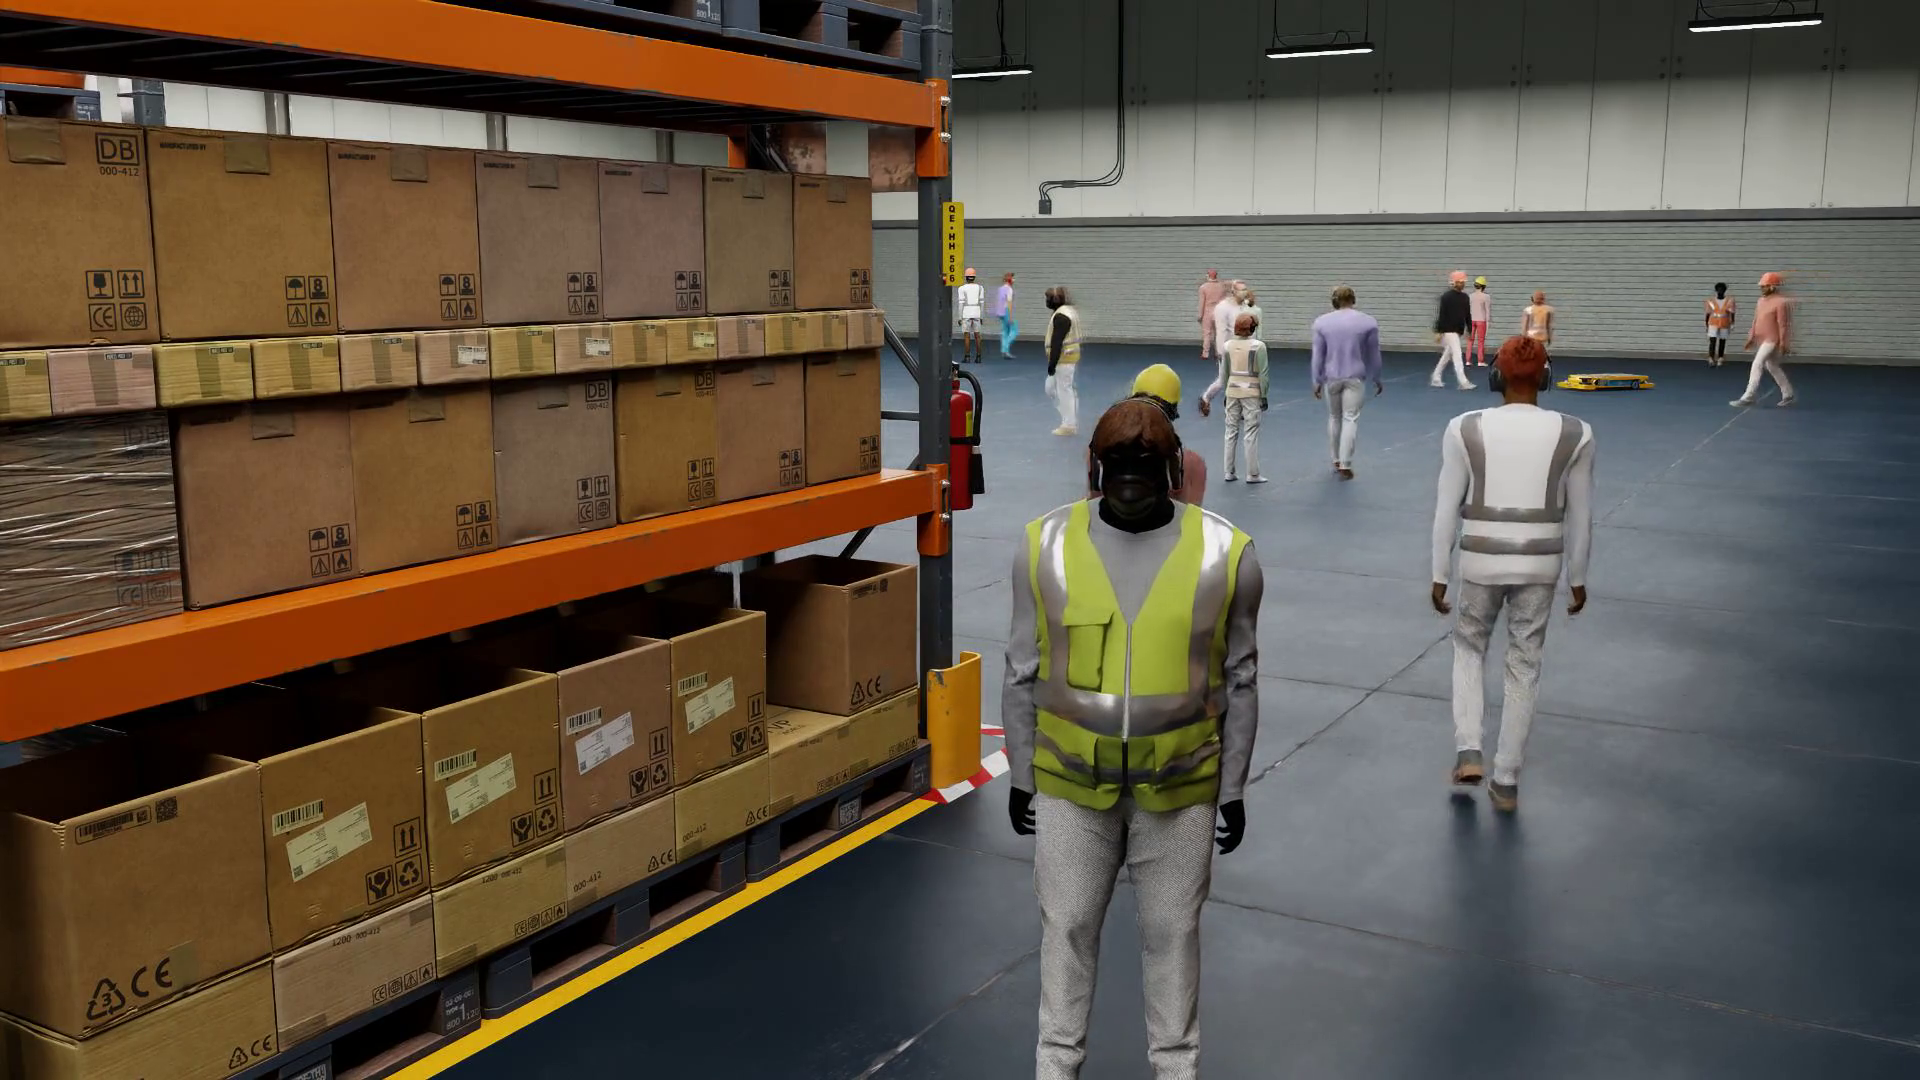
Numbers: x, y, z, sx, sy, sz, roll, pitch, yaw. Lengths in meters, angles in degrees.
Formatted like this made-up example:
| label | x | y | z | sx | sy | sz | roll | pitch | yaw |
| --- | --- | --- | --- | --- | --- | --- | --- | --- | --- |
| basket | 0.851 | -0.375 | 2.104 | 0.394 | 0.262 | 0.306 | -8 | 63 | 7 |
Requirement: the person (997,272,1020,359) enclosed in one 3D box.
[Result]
| label | x | y | z | sx | sy | sz | roll | pitch | yaw |
| --- | --- | --- | --- | --- | --- | --- | --- | --- | --- |
| person | 1.015 | -4.722 | 35.077 | 0.450 | 1.833 | 0.592 | -3 | 10 | -17 |

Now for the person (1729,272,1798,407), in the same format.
| label | x | y | z | sx | sy | sz | roll | pitch | yaw |
| --- | --- | --- | --- | --- | --- | --- | --- | --- | --- |
| person | 11.706 | -2.881 | 24.004 | 1.024 | 1.952 | 0.607 | 0 | 10 | 0 |

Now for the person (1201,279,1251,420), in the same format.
| label | x | y | z | sx | sy | sz | roll | pitch | yaw |
| --- | --- | --- | --- | --- | --- | --- | --- | --- | --- |
| person | 3.603 | -2.530 | 22.125 | 0.648 | 1.880 | 0.782 | -7 | 12 | -34 |

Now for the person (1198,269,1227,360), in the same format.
| label | x | y | z | sx | sy | sz | roll | pitch | yaw |
| --- | --- | --- | --- | --- | --- | --- | --- | --- | --- |
| person | 5.291 | -4.751 | 35.050 | 0.641 | 1.909 | 0.409 | -3 | 10 | -19 |

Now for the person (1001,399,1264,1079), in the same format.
| label | x | y | z | sx | sy | sz | roll | pitch | yaw |
| --- | --- | --- | --- | --- | --- | --- | --- | --- | --- |
| person | 0.407 | 0.581 | 4.022 | 0.625 | 1.844 | 0.429 | 1 | 10 | 7 |

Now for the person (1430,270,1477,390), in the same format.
| label | x | y | z | sx | sy | sz | roll | pitch | yaw |
| --- | --- | --- | --- | --- | --- | --- | --- | --- | --- |
| person | 8.134 | -3.456 | 27.371 | 0.633 | 1.947 | 1.016 | -6 | 12 | -33 |

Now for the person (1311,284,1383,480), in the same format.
| label | x | y | z | sx | sy | sz | roll | pitch | yaw |
| --- | --- | --- | --- | --- | --- | --- | --- | --- | --- |
| person | 3.838 | -1.576 | 16.494 | 0.661 | 1.882 | 1.003 | 4 | 10 | 21 |

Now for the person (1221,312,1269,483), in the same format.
| label | x | y | z | sx | sy | sz | roll | pitch | yaw |
| --- | --- | --- | --- | --- | --- | --- | --- | --- | --- |
| person | 2.732 | -1.363 | 15.986 | 0.514 | 1.642 | 0.310 | 9 | 13 | 41 |

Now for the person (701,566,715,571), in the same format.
| label | x | y | z | sx | sy | sz | roll | pitch | yaw |
| --- | --- | --- | --- | --- | --- | --- | --- | --- | --- |
| person | -1.364 | -0.347 | 9.538 | 0.524 | 1.805 | 0.883 | -9 | 13 | -41 |

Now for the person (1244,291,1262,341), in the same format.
| label | x | y | z | sx | sy | sz | roll | pitch | yaw |
| --- | --- | --- | --- | --- | --- | --- | --- | --- | --- |
| person | 4.911 | -3.480 | 28.554 | 0.500 | 1.585 | 0.898 | 4 | 10 | 20 |

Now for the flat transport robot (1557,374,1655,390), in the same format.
| label | x | y | z | sx | sy | sz | roll | pitch | yaw |
| --- | --- | --- | --- | --- | --- | --- | --- | --- | --- |
| flat transport robot | 10.581 | -2.601 | 27.242 | 1.431 | 0.197 | 0.652 | -4 | 10 | -20 |

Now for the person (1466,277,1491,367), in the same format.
| label | x | y | z | sx | sy | sz | roll | pitch | yaw |
| --- | --- | --- | --- | --- | --- | --- | --- | --- | --- |
| person | 10.217 | -4.298 | 32.805 | 0.331 | 1.767 | 0.527 | -9 | 13 | -43 |

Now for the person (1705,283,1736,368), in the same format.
| label | x | y | z | sx | sy | sz | roll | pitch | yaw |
| --- | --- | --- | --- | --- | --- | --- | --- | --- | --- |
| person | 14.912 | -4.213 | 32.653 | 0.534 | 1.651 | 0.867 | 4 | 10 | 20 |

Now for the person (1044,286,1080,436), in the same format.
| label | x | y | z | sx | sy | sz | roll | pitch | yaw |
| --- | --- | --- | --- | --- | --- | --- | --- | --- | --- |
| person | 1.231 | -2.160 | 20.127 | 0.441 | 1.818 | 0.634 | 0 | 10 | 2 |

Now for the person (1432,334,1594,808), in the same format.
| label | x | y | z | sx | sy | sz | roll | pitch | yaw |
| --- | --- | --- | --- | --- | --- | --- | --- | --- | --- |
| person | 2.183 | 0.128 | 6.594 | 0.596 | 1.868 | 0.433 | 3 | 10 | 16 |

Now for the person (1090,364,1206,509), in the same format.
| label | x | y | z | sx | sy | sz | roll | pitch | yaw |
| --- | --- | --- | --- | --- | --- | --- | --- | --- | --- |
| person | 0.761 | 0.125 | 7.005 | 0.523 | 1.731 | 0.848 | 4 | 10 | 21 |

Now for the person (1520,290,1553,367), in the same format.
| label | x | y | z | sx | sy | sz | roll | pitch | yaw |
| --- | --- | --- | --- | --- | --- | --- | --- | --- | --- |
| person | 9.484 | -3.295 | 27.335 | 0.560 | 1.624 | 0.484 | 0 | 10 | 0 |

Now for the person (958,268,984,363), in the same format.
| label | x | y | z | sx | sy | sz | roll | pitch | yaw |
| --- | --- | --- | --- | --- | --- | --- | --- | --- | --- |
| person | 0.212 | -4.555 | 33.807 | 0.546 | 1.939 | 0.375 | -3 | 10 | -19 |
